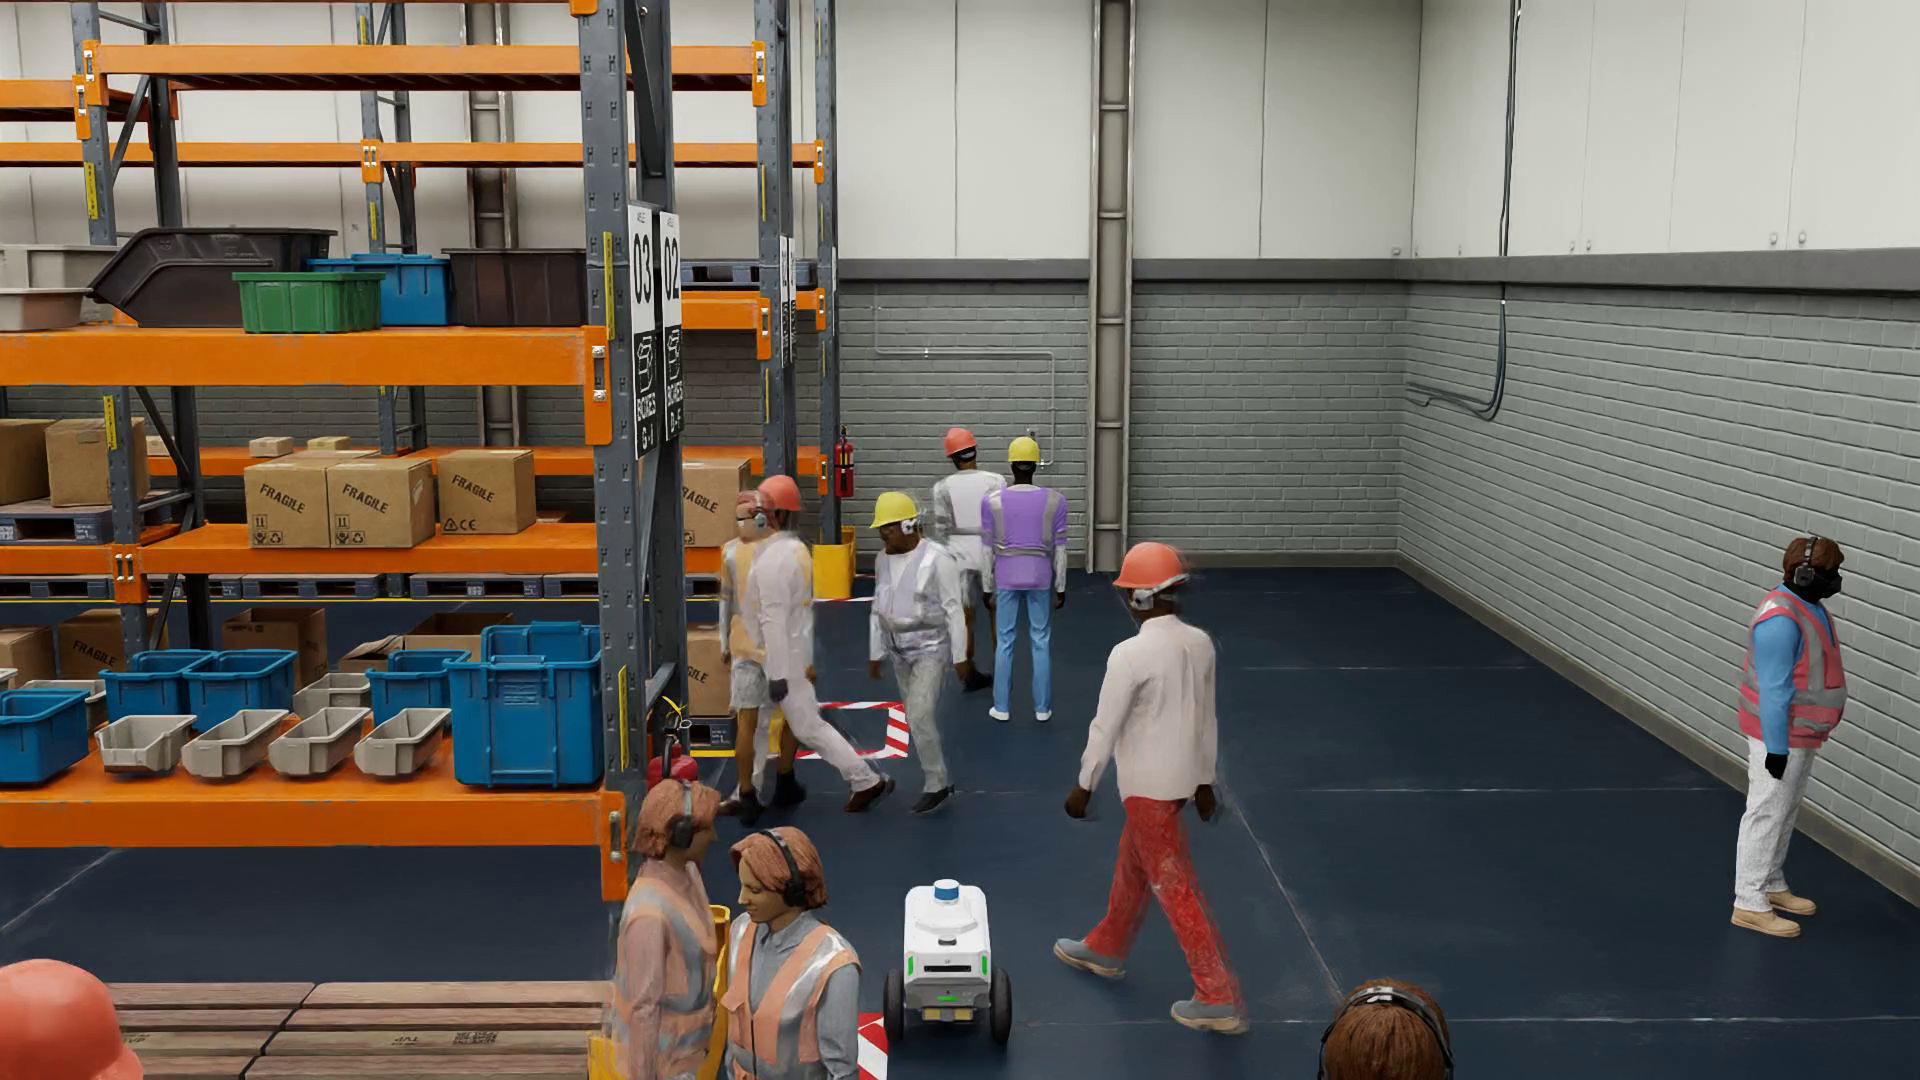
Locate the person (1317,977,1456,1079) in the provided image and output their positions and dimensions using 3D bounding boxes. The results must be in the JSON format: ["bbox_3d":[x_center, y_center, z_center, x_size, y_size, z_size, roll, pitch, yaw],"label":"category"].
[{"bbox_3d":[0.719,1.651,2.914,0.627,1.843,0.429,2,10,14],"label":"person"}]

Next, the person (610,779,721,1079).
[{"bbox_3d":[-0.902,1.467,4.754,0.676,1.608,0.556,0,9,-1],"label":"person"}]

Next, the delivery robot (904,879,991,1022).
[{"bbox_3d":[-0.054,1.621,6.743,0.477,0.478,0.707,0,9,-1],"label":"delivery robot"}]

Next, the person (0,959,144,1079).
[{"bbox_3d":[-1.541,1.624,2.739,0.581,1.982,0.636,0,9,0],"label":"person"}]

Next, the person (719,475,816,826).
[{"bbox_3d":[-1.070,0.590,9.219,0.652,1.899,0.715,2,10,13],"label":"person"}]

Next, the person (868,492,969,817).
[{"bbox_3d":[-0.283,0.632,9.285,0.611,1.799,0.566,9,13,43],"label":"person"}]

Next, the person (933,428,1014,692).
[{"bbox_3d":[0.106,0.154,11.936,0.585,1.916,0.422,2,9,9],"label":"person"}]

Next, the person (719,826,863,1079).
[{"bbox_3d":[-0.429,1.527,4.322,0.315,1.631,0.523,-8,13,-42],"label":"person"}]

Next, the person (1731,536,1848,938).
[{"bbox_3d":[3.818,0.886,7.646,0.431,1.835,0.623,7,12,38],"label":"person"}]

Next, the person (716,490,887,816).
[{"bbox_3d":[-0.900,0.633,9.150,0.958,1.862,0.642,-2,9,-9],"label":"person"}]

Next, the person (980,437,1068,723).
[{"bbox_3d":[0.426,0.267,11.161,0.584,1.918,0.390,0,9,0],"label":"person"}]

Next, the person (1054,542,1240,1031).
[{"bbox_3d":[0.788,0.973,6.787,1.009,1.945,0.607,7,12,38],"label":"person"}]
